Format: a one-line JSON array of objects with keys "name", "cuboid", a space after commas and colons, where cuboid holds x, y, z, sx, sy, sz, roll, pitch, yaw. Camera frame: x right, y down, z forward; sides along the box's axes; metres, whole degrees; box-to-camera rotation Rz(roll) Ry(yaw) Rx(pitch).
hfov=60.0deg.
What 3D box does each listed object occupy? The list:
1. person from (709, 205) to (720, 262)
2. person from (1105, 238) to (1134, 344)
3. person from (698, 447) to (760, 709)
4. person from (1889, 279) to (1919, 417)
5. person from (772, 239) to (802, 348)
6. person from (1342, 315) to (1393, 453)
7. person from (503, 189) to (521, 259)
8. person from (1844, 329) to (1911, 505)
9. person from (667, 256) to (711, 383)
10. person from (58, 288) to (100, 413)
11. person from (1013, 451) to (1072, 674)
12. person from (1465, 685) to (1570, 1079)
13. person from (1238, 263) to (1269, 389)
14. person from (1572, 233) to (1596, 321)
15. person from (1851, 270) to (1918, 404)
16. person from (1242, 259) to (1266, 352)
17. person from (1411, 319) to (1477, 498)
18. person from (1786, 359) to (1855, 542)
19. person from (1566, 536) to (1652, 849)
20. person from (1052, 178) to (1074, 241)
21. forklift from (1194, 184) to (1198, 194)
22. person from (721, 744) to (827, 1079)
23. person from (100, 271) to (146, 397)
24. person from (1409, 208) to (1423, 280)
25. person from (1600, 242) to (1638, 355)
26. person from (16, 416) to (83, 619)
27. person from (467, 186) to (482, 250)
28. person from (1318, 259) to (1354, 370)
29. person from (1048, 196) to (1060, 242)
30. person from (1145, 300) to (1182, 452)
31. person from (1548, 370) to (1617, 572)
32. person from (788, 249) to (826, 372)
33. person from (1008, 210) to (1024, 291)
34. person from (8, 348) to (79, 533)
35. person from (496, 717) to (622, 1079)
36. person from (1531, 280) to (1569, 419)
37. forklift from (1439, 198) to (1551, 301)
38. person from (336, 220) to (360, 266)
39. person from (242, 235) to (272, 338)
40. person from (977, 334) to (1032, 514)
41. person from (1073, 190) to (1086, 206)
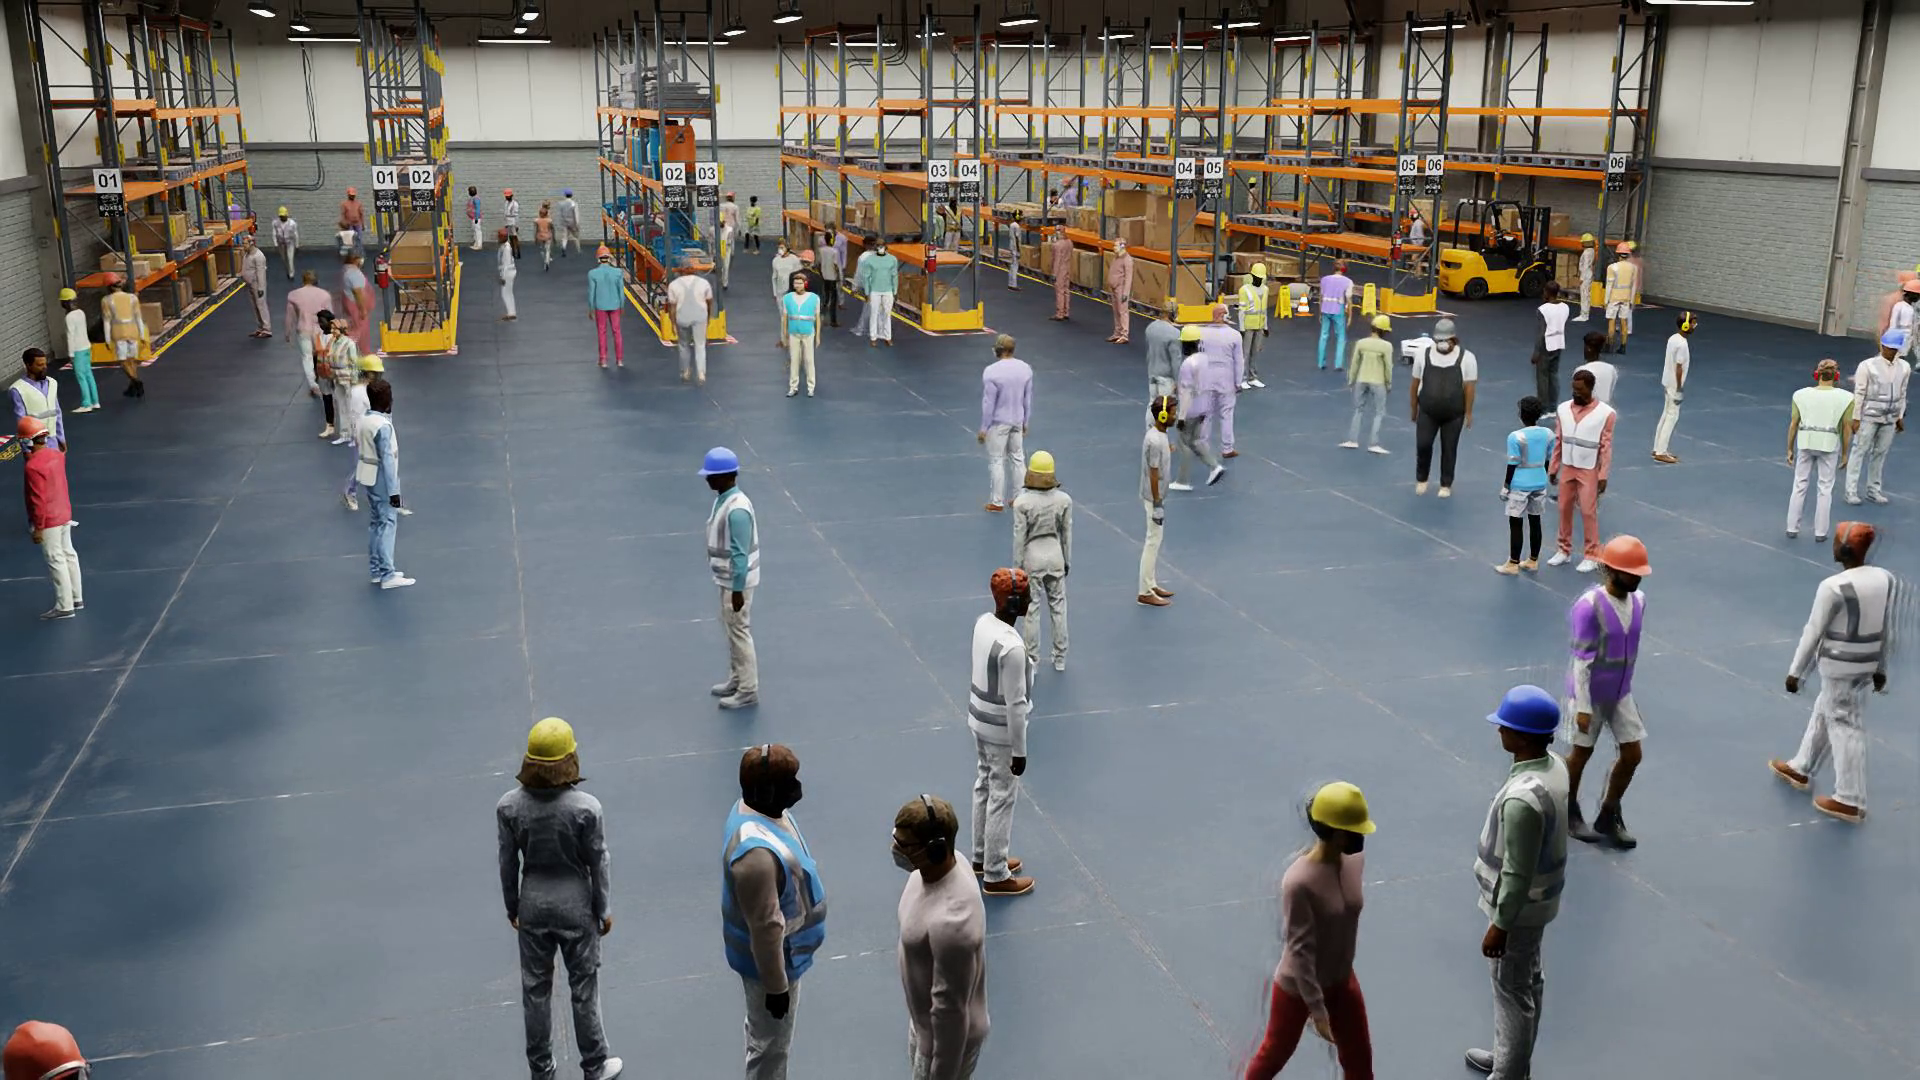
[{"name": "person", "cuboid": [-6.685, -8.538, 45.262, 0.376, 1.935, 0.550, 0, 15, 1]}, {"name": "person", "cuboid": [2.890, -4.520, 30.204, 0.409, 1.908, 0.639, -5, 16, -17]}, {"name": "person", "cuboid": [-1.668, 0.270, 12.125, 0.421, 1.935, 0.622, -5, 16, -18]}, {"name": "person", "cuboid": [13.204, -2.683, 23.282, 0.407, 1.920, 0.557, 3, 15, 12]}, {"name": "person", "cuboid": [-3.087, -4.397, 29.700, 0.626, 1.933, 0.373, 9, 17, 30]}, {"name": "person", "cuboid": [5.152, -1.972, 20.992, 0.300, 1.745, 0.665, -12, 19, -39]}, {"name": "person", "cuboid": [-12.465, -8.779, 46.192, 0.547, 1.929, 0.388, 13, 20, 41]}, {"name": "person", "cuboid": [10.037, -1.342, 18.169, 0.609, 1.943, 0.402, -2, 15, -6]}, {"name": "person", "cuboid": [-4.234, -3.485, 26.050, 0.683, 2.000, 0.959, -3, 15, -12]}, {"name": "person", "cuboid": [-12.524, -2.687, 23.589, 0.340, 1.763, 0.529, -1, 15, -5]}, {"name": "person", "cuboid": [0.624, 0.172, 12.861, 0.492, 1.742, 0.321, -5, 16, -19]}, {"name": "person", "cuboid": [2.427, 1.560, 7.246, 0.384, 1.949, 0.604, 8, 17, 27]}, {"name": "person", "cuboid": [4.518, -3.284, 25.532, 0.585, 1.917, 0.382, -10, 18, -34]}, {"name": "person", "cuboid": [12.514, -5.260, 33.303, 0.298, 1.744, 0.486, 9, 18, 32]}, {"name": "person", "cuboid": [13.610, -2.990, 24.352, 0.634, 1.967, 0.753, -7, 16, -24]}, {"name": "person", "cuboid": [5.169, -4.123, 29.231, 0.500, 1.633, 0.281, -8, 17, -28]}, {"name": "person", "cuboid": [5.353, -1.471, 18.470, 0.697, 2.000, 0.540, 5, 16, 19]}, {"name": "person", "cuboid": [8.599, -0.891, 16.686, 0.560, 1.836, 0.394, 10, 18, 32]}, {"name": "person", "cuboid": [3.825, 0.906, 9.758, 0.559, 1.912, 0.614, -6, 16, -22]}, {"name": "person", "cuboid": [3.263, -10.192, 51.418, 1.005, 1.974, 0.636, -3, 15, -12]}, {"name": "forklift", "cuboid": [7.392, -11.333, 53.972, 1.873, 2.768, 1.129, -4, 15, -15]}, {"name": "person", "cuboid": [-0.761, 1.712, 6.879, 0.429, 1.844, 0.627, -2, 15, -7]}, {"name": "person", "cuboid": [-12.324, -3.023, 24.577, 0.730, 1.908, 0.556, 13, 19, 39]}, {"name": "person", "cuboid": [11.203, -7.283, 40.930, 0.395, 1.732, 0.579, 2, 15, 7]}, {"name": "person", "cuboid": [11.430, -4.185, 28.883, 0.553, 1.935, 0.363, -2, 15, -7]}, {"name": "person", "cuboid": [-7.808, -0.194, 14.224, 0.339, 1.748, 0.565, -1, 15, -5]}, {"name": "person", "cuboid": [-14.318, -9.500, 49.071, 0.429, 1.843, 0.627, -7, 17, -26]}, {"name": "person", "cuboid": [6.130, -3.669, 27.176, 0.562, 1.817, 0.467, 14, 20, 42]}, {"name": "person", "cuboid": [2.714, -9.118, 48.027, 0.498, 1.633, 0.285, 14, 20, 41]}, {"name": "person", "cuboid": [2.564, -2.047, 20.872, 0.391, 1.928, 0.631, -9, 17, -31]}, {"name": "person", "cuboid": [5.875, -0.668, 15.718, 0.395, 1.902, 0.609, -11, 18, -35]}, {"name": "person", "cuboid": [-2.479, -3.722, 27.049, 0.656, 1.978, 0.463, 5, 16, 17]}, {"name": "person", "cuboid": [1.294, -6.701, 38.490, 0.313, 1.864, 0.530, -4, 15, -13]}, {"name": "person", "cuboid": [-9.422, -1.018, 17.030, 0.397, 1.910, 0.587, 3, 15, 10]}, {"name": "person", "cuboid": [-1.784, 1.623, 7.400, 0.489, 1.743, 0.323, 2, 15, 6]}, {"name": "person", "cuboid": [8.197, -2.643, 23.123, 0.596, 1.915, 0.376, -10, 18, -33]}, {"name": "forklift", "cuboid": [11.913, -6.508, 37.130, 2.313, 2.155, 1.214, -4, 15, -15]}, {"name": "person", "cuboid": [-14.248, -6.662, 38.811, 0.539, 1.606, 0.571, -4, 15, -15]}, {"name": "person", "cuboid": [-13.127, -4.710, 30.948, 0.636, 1.900, 0.399, 14, 20, 43]}, {"name": "person", "cuboid": [0.466, -1.242, 17.839, 0.672, 1.932, 0.442, -12, 19, -37]}, {"name": "person", "cuboid": [3.531, -9.648, 49.850, 0.499, 1.725, 0.400, 14, 20, 42]}]
